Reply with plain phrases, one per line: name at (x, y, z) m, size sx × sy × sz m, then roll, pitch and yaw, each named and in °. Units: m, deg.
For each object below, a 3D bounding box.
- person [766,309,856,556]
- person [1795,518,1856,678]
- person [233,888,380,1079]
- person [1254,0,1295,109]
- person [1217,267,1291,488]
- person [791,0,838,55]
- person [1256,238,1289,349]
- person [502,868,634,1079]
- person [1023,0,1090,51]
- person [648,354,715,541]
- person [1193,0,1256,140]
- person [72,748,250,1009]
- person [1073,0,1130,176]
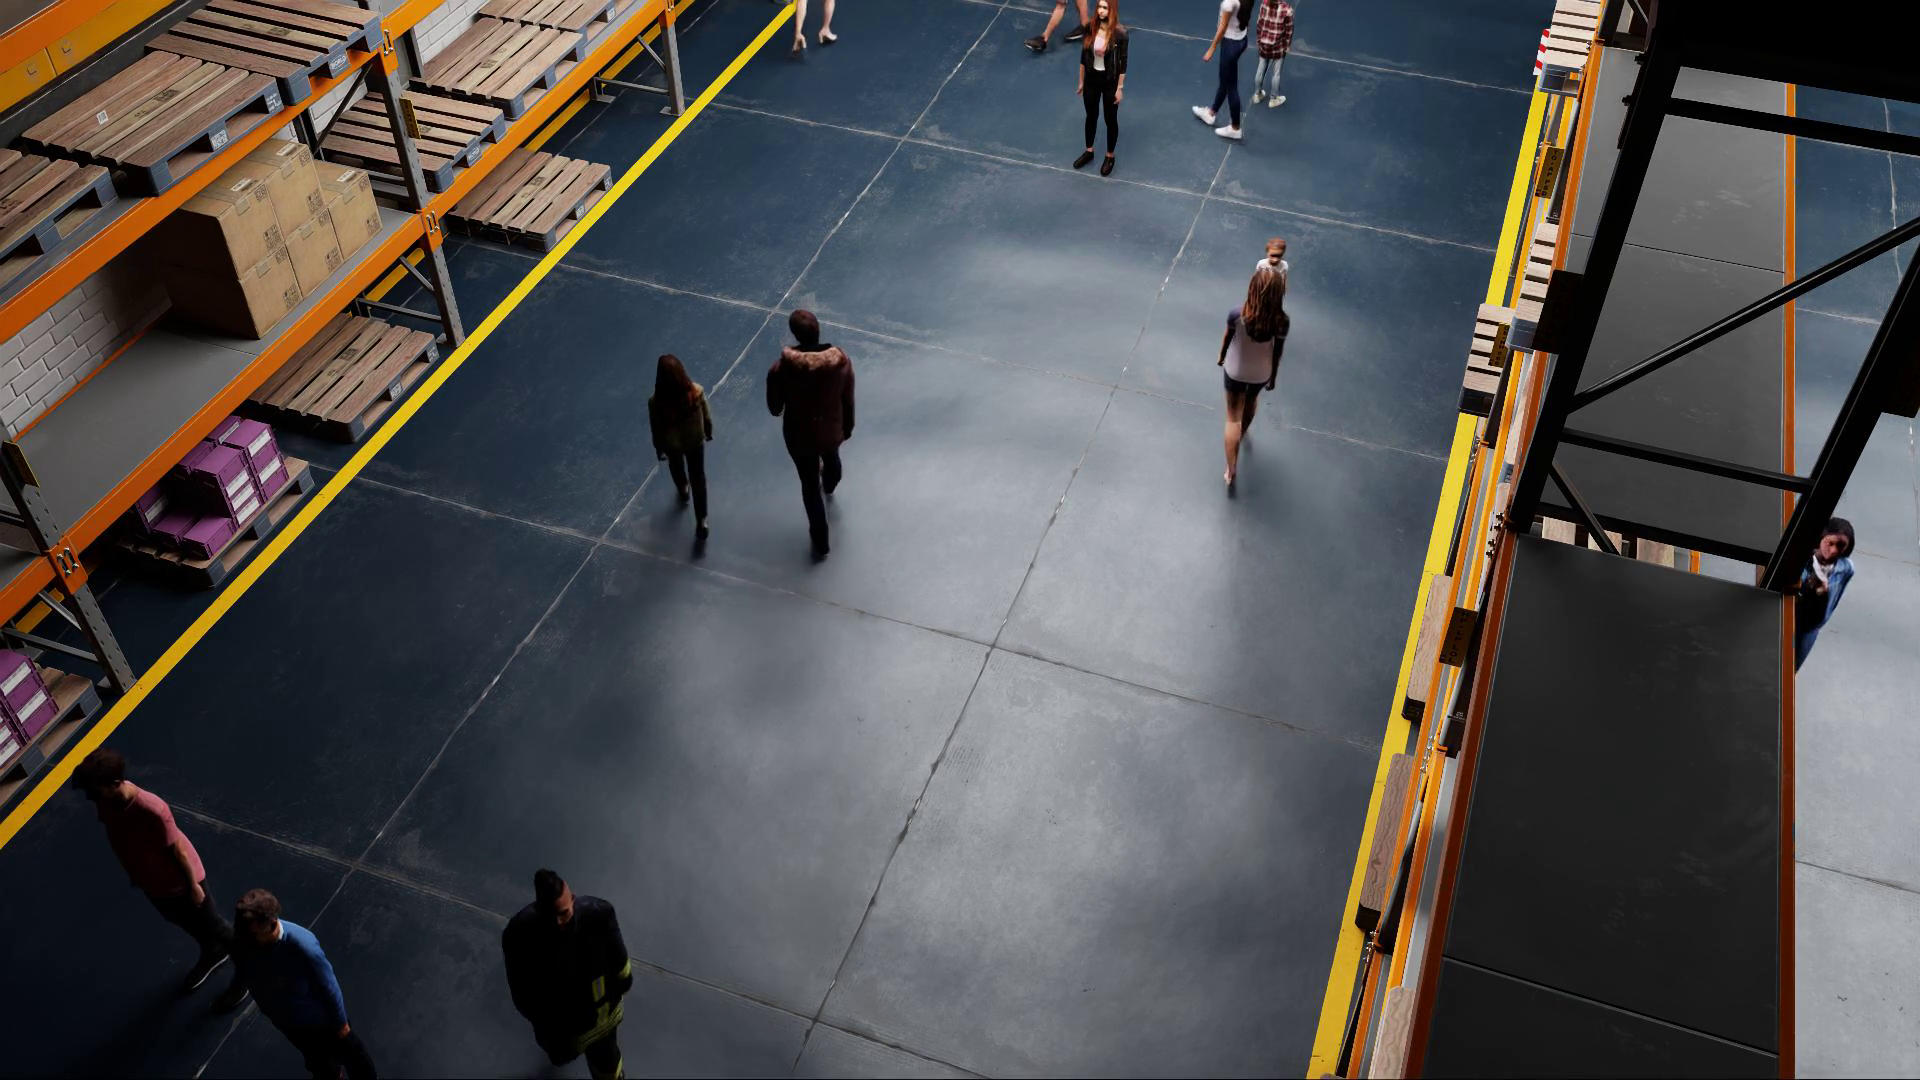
person at (-0.993, -0.696, 11.441) m, size 1.137 × 1.792 × 1.265 m, roll -10°, pitch 45°, yaw -11°
person at (5.108, 0.459, 10.324) m, size 0.591 × 1.661 × 1.187 m, roll 14°, pitch 45°, yaw 14°
person at (-3.274, 2.296, 8.280) m, size 0.653 × 1.820 × 0.563 m, roll 12°, pitch 45°, yaw 13°
person at (3.040, -4.842, 16.146) m, size 0.590 × 1.305 × 0.603 m, roll 28°, pitch 50°, yaw 26°
person at (2.066, -1.151, 11.996) m, size 0.820 × 1.685 × 1.149 m, roll 2°, pitch 44°, yaw 2°
person at (-1.447, -5.758, 16.789) m, size 0.695 × 1.744 × 0.960 m, roll 13°, pitch 45°, yaw 14°
person at (2.485, -1.996, 13.366) m, size 0.446 × 1.019 × 0.455 m, roll 5°, pitch 44°, yaw 6°
person at (-1.961, 2.191, 8.377) m, size 1.013 × 1.838 × 1.102 m, roll -10°, pitch 45°, yaw -11°
person at (1.200, -5.921, 16.903) m, size 1.212 × 1.823 × 1.118 m, roll -21°, pitch 47°, yaw -20°
person at (-1.917, -0.641, 11.635) m, size 0.934 × 1.445 × 1.095 m, roll -9°, pitch 44°, yaw -10°
person at (2.603, -4.570, 15.527) m, size 0.759 × 1.765 × 0.817 m, roll 24°, pitch 48°, yaw 23°
person at (-4.157, 1.740, 8.765) m, size 0.626 × 1.956 × 0.545 m, roll 14°, pitch 45°, yaw 15°
person at (1.308, -4.182, 15.157) m, size 0.625 × 1.713 × 0.563 m, roll 21°, pitch 47°, yaw 20°
